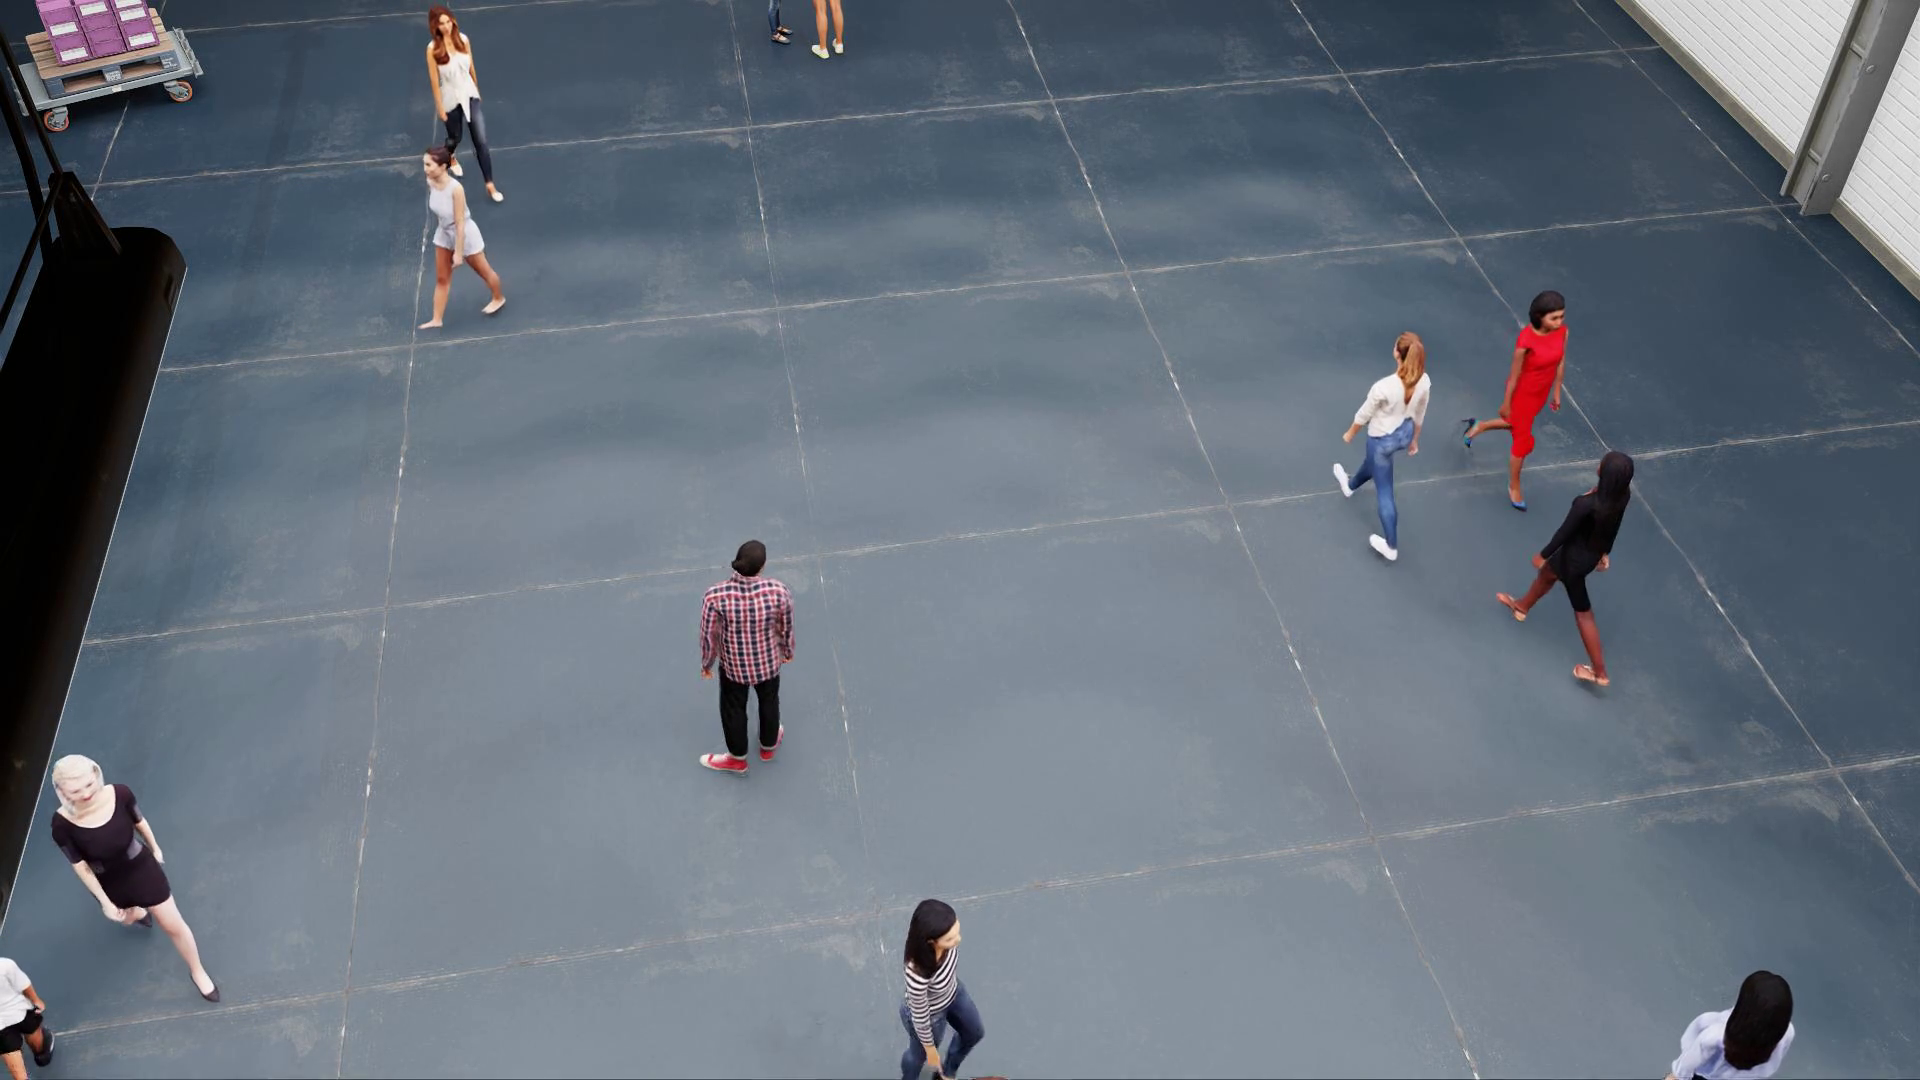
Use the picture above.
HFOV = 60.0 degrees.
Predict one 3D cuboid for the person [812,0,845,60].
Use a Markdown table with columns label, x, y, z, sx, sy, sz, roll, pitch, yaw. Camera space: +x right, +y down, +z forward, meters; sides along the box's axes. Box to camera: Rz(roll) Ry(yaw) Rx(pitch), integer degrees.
| label | x | y | z | sx | sy | sz | roll | pitch | yaw |
| --- | --- | --- | --- | --- | --- | --- | --- | --- | --- |
| person | -1.343 | -5.650 | 16.448 | 0.646 | 1.791 | 0.652 | -19 | 47 | -19 |

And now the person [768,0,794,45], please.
| label | x | y | z | sx | sy | sz | roll | pitch | yaw |
| --- | --- | --- | --- | --- | --- | --- | --- | --- | --- |
| person | -1.880 | -5.711 | 16.860 | 0.590 | 1.311 | 0.507 | 4 | 44 | 4 |

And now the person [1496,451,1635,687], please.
| label | x | y | z | sx | sy | sz | roll | pitch | yaw |
| --- | --- | --- | --- | --- | --- | --- | --- | --- | --- |
| person | 3.937 | 0.188 | 10.404 | 1.013 | 1.675 | 1.285 | -28 | 50 | -26 |

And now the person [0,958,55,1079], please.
| label | x | y | z | sx | sy | sz | roll | pitch | yaw |
| --- | --- | --- | --- | --- | --- | --- | --- | --- | --- |
| person | -4.824 | 2.403 | 8.393 | 0.635 | 1.241 | 0.833 | -22 | 48 | -21 |

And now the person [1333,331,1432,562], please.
| label | x | y | z | sx | sy | sz | roll | pitch | yaw |
| --- | --- | --- | --- | --- | --- | --- | --- | --- | --- |
| person | 2.933 | -0.588 | 11.226 | 0.834 | 1.664 | 1.193 | -19 | 47 | -19 |

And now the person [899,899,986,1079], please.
| label | x | y | z | sx | sy | sz | roll | pitch | yaw |
| --- | --- | --- | --- | --- | --- | --- | --- | --- | --- |
| person | -0.221 | 2.276 | 8.140 | 0.822 | 1.774 | 0.743 | 13 | 45 | 14 |

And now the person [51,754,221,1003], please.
| label | x | y | z | sx | sy | sz | roll | pitch | yaw |
| --- | --- | --- | --- | --- | --- | --- | --- | --- | --- |
| person | -4.423 | 1.718 | 8.710 | 0.948 | 1.796 | 1.154 | -32 | 52 | -29 |

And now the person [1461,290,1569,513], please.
| label | x | y | z | sx | sy | sz | roll | pitch | yaw |
| --- | --- | --- | --- | --- | --- | --- | --- | --- | --- |
| person | 3.929 | -1.052 | 11.674 | 0.825 | 1.719 | 1.113 | -21 | 48 | -21 |

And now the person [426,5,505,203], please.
| label | x | y | z | sx | sy | sz | roll | pitch | yaw |
| --- | --- | --- | --- | --- | --- | --- | --- | --- | --- |
| person | -4.450 | -3.881 | 14.620 | 0.961 | 1.750 | 1.174 | -28 | 50 | -27 |

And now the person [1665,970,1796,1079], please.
| label | x | y | z | sx | sy | sz | roll | pitch | yaw |
| --- | --- | --- | --- | --- | --- | --- | --- | --- | --- |
| person | 3.546 | 2.583 | 7.839 | 0.638 | 1.744 | 0.534 | -6 | 44 | -7 |

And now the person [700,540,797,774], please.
| label | x | y | z | sx | sy | sz | roll | pitch | yaw |
| --- | --- | --- | --- | --- | --- | --- | --- | --- | --- |
| person | -1.284 | 0.714 | 9.801 | 0.850 | 1.744 | 0.604 | -20 | 47 | -20 |

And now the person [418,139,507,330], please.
| label | x | y | z | sx | sy | sz | roll | pitch | yaw |
| --- | --- | --- | --- | --- | --- | --- | --- | --- | --- |
| person | -3.920 | -2.441 | 13.235 | 0.979 | 1.576 | 1.046 | 25 | 49 | 24 |
